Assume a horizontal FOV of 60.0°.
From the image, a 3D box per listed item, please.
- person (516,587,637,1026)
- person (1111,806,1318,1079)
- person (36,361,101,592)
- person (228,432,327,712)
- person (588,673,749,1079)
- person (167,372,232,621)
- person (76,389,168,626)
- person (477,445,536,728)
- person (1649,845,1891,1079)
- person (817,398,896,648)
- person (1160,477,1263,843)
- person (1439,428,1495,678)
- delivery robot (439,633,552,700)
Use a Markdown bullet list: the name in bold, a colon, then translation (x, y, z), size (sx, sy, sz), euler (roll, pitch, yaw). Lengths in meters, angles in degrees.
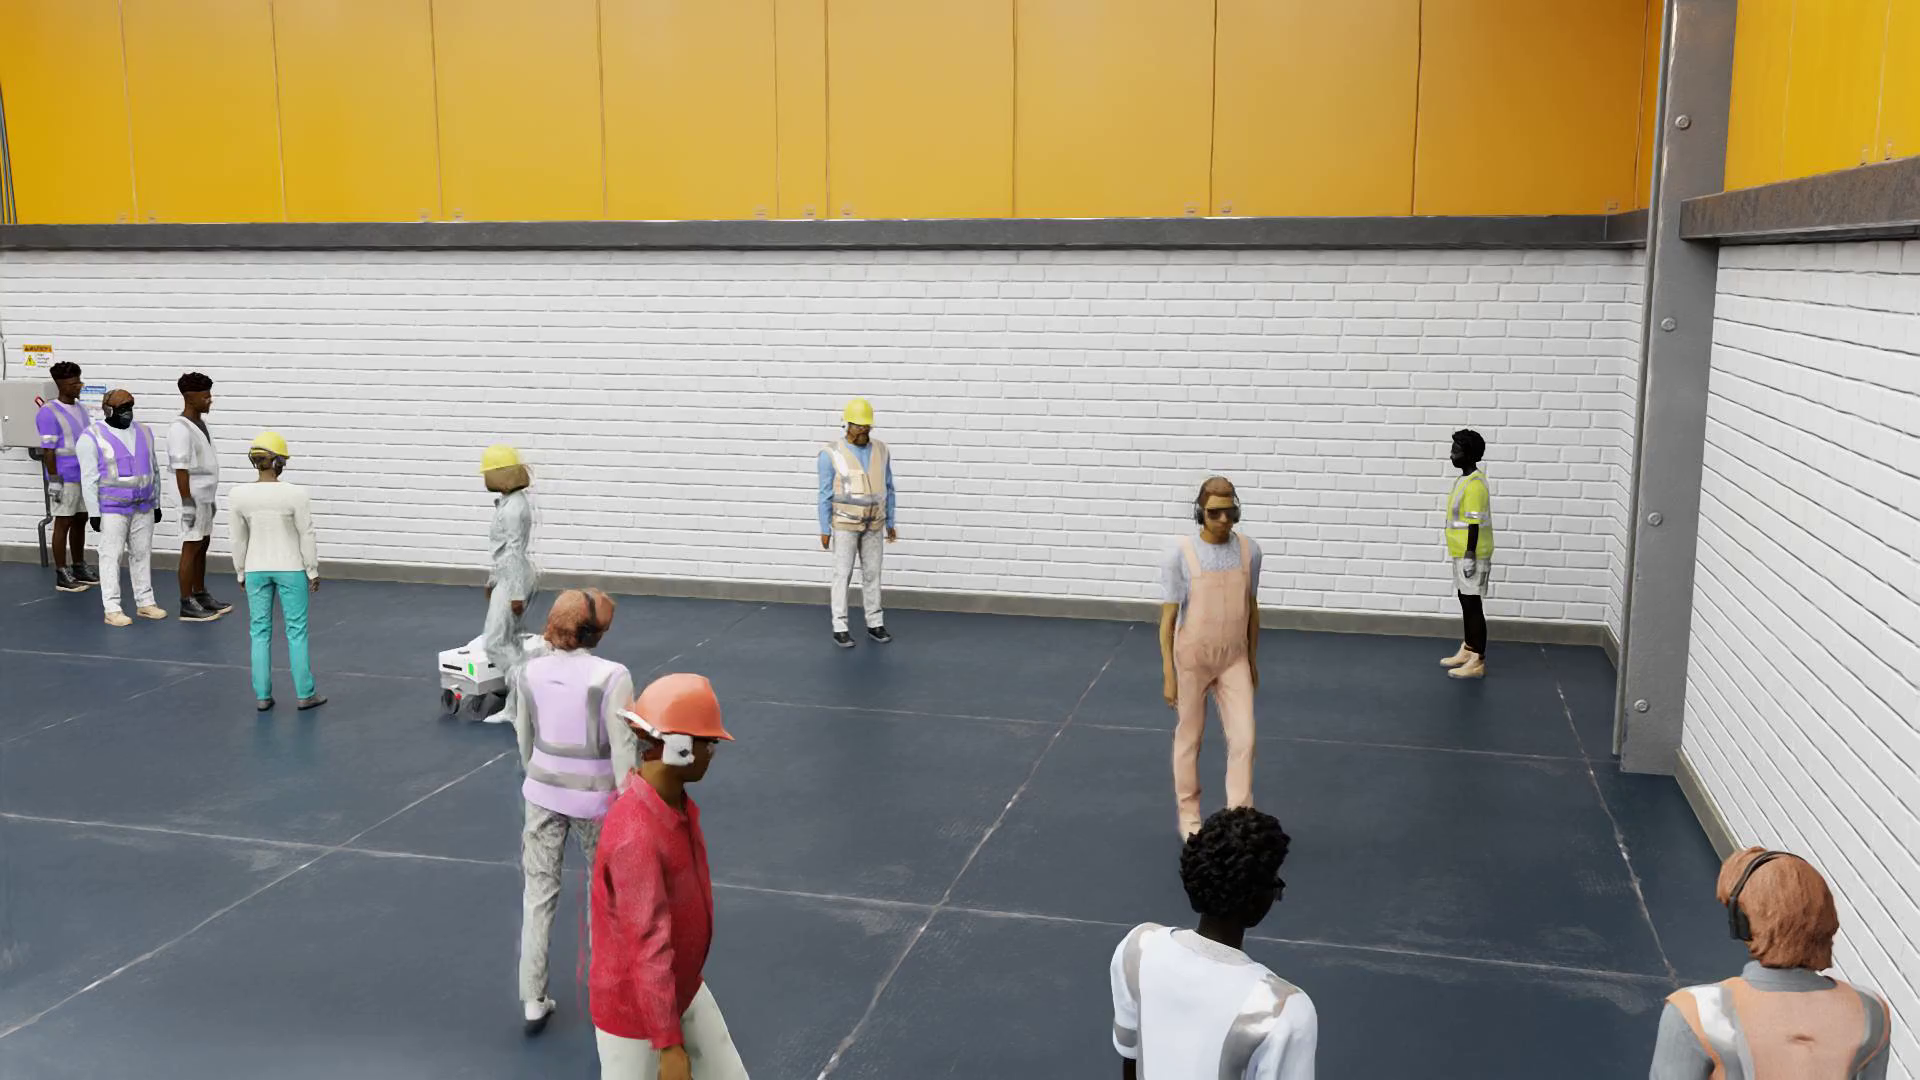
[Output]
- **person**: translation (-1.444, 0.980, 6.235), size (0.568, 1.606, 0.678), euler (2, 10, 14)
- **person**: translation (0.545, 1.397, 3.592), size (0.319, 1.687, 0.538), euler (-9, 13, -42)
- **person**: translation (-7.608, -0.553, 14.246), size (0.368, 1.965, 0.609), euler (1, 10, 4)
- **person**: translation (-4.277, 0.202, 10.419), size (0.523, 1.760, 0.327), euler (0, 10, -2)
- **person**: translation (-0.763, 1.225, 4.471), size (0.631, 1.720, 0.633), euler (1, 10, 9)
- **person**: translation (-5.991, -0.341, 13.047), size (0.393, 1.957, 0.601), euler (-1, 10, -8)
- **person**: translation (-6.477, -0.256, 12.902), size (0.430, 1.835, 0.628), euler (5, 11, 28)
- **person**: translation (-2.738, 0.286, 10.018), size (0.348, 1.726, 0.493), euler (-2, 10, -11)
- **person**: translation (1.660, 1.445, 3.477), size (0.526, 1.631, 0.313), euler (-2, 10, -9)
- **person**: translation (-0.747, -0.131, 12.181), size (0.613, 1.824, 0.403), euler (-6, 11, -32)
- **person**: translation (1.210, 0.617, 7.796), size (0.536, 1.813, 0.797), euler (-2, 10, -12)
- **person**: translation (3.451, 0.087, 11.299), size (0.322, 1.690, 0.532), euler (1, 10, 6)
- **delivery robot**: translation (-2.900, 0.757, 10.410), size (0.477, 0.478, 0.707), euler (6, 11, 33)
